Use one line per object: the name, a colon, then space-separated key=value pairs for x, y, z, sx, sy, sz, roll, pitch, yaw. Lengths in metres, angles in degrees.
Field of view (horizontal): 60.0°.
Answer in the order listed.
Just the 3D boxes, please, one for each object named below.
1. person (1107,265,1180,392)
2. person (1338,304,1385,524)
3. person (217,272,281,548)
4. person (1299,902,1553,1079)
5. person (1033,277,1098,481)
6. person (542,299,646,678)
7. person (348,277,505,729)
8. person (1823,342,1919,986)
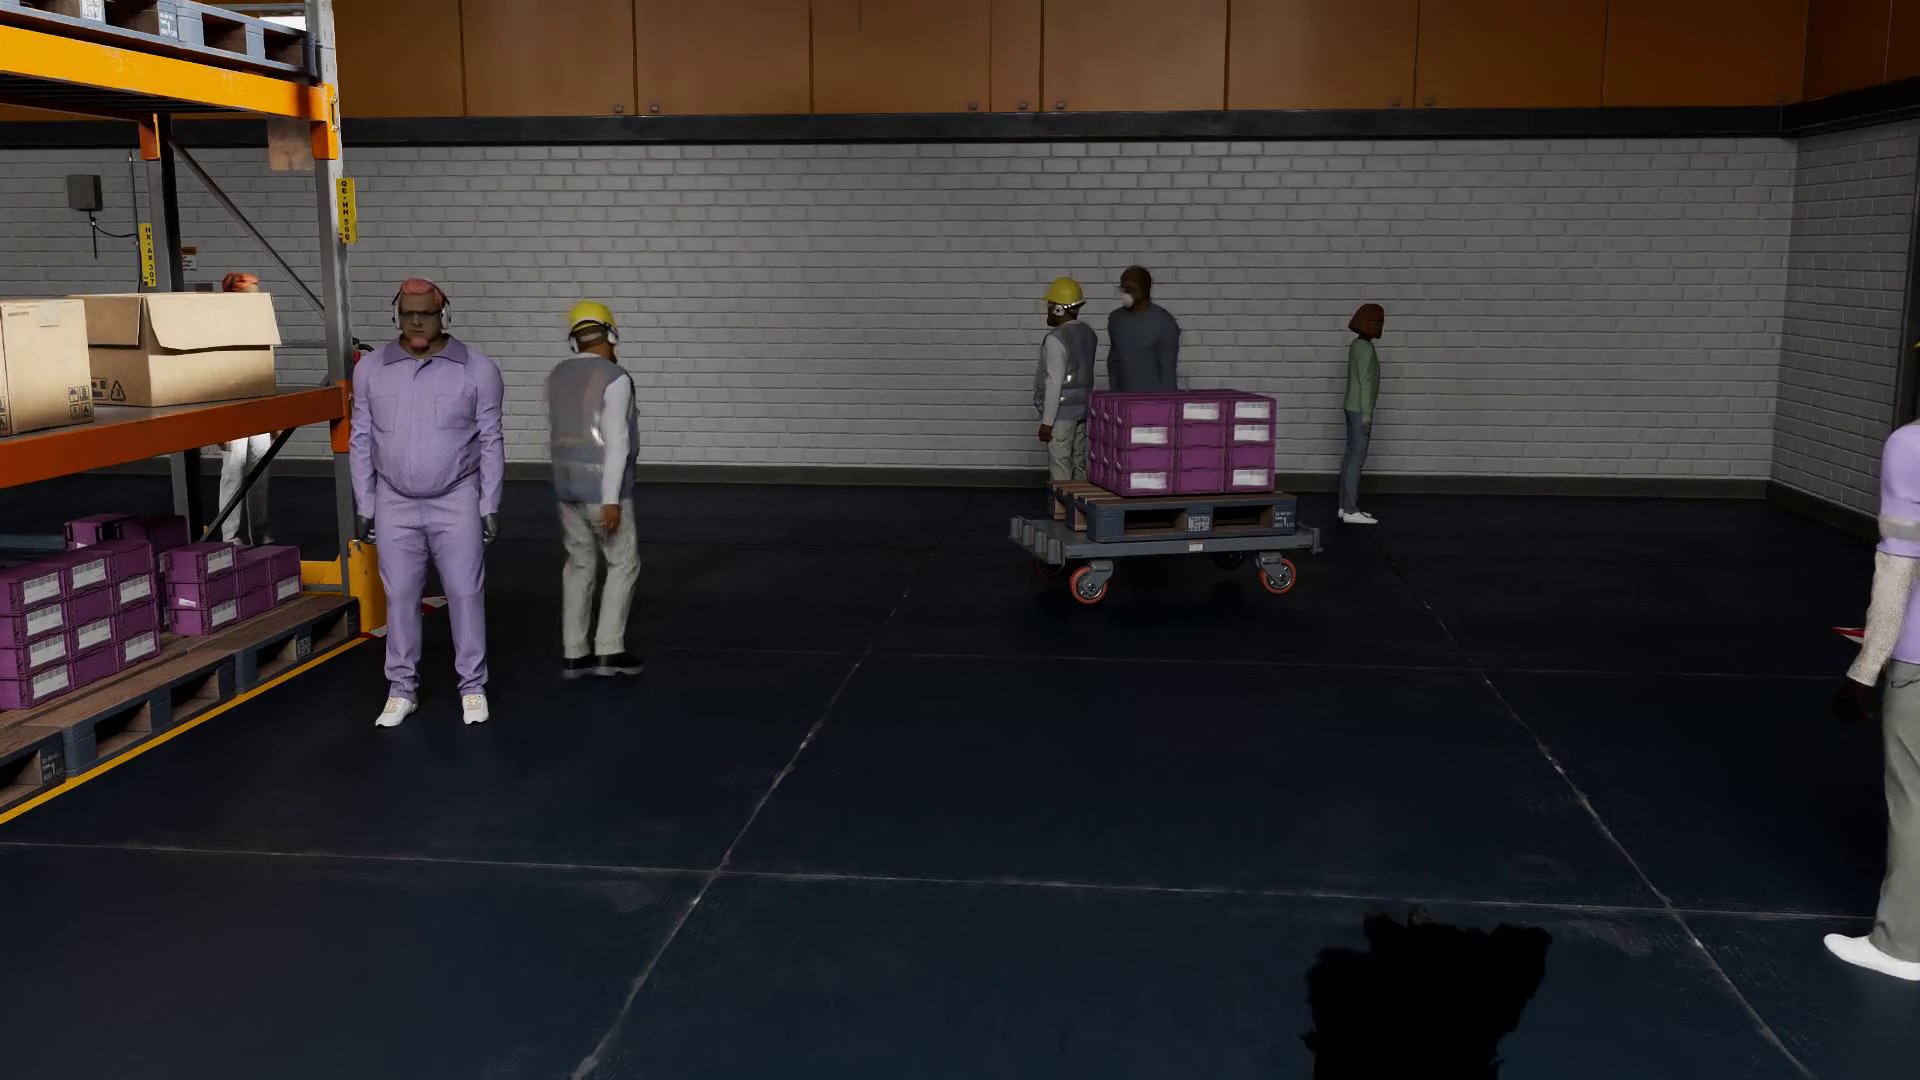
person: x=1.306 y=-0.955 z=11.625 sx=0.635 sy=1.919 sz=0.532 roll=9 pitch=13 yaw=42
person: x=2.989 y=-0.936 z=12.356 sx=0.272 sy=1.629 sz=0.499 roll=1 pitch=10 yaw=4
person: x=-4.598 y=-0.769 z=10.689 sx=0.349 sy=1.879 sz=0.577 roll=3 pitch=10 yaw=15
person: x=0.315 y=1.007 z=1.038 sx=0.436 sy=1.682 sz=0.552 roll=6 pitch=12 yaw=31
person: x=0.706 y=-0.878 z=11.420 sx=0.404 sy=1.837 sz=0.590 roll=5 pitch=11 yaw=28
person: x=-1.746 y=-0.243 z=7.917 sx=0.615 sy=1.788 sz=0.503 roll=7 pitch=12 yaw=36
person: x=-2.257 y=-0.151 z=7.064 sx=0.643 sy=1.907 sz=0.411 roll=-1 pitch=10 yaw=-7
person: x=2.722 y=0.270 z=4.595 sx=0.603 sy=1.926 sz=0.370 roll=-3 pitch=10 yaw=-17
